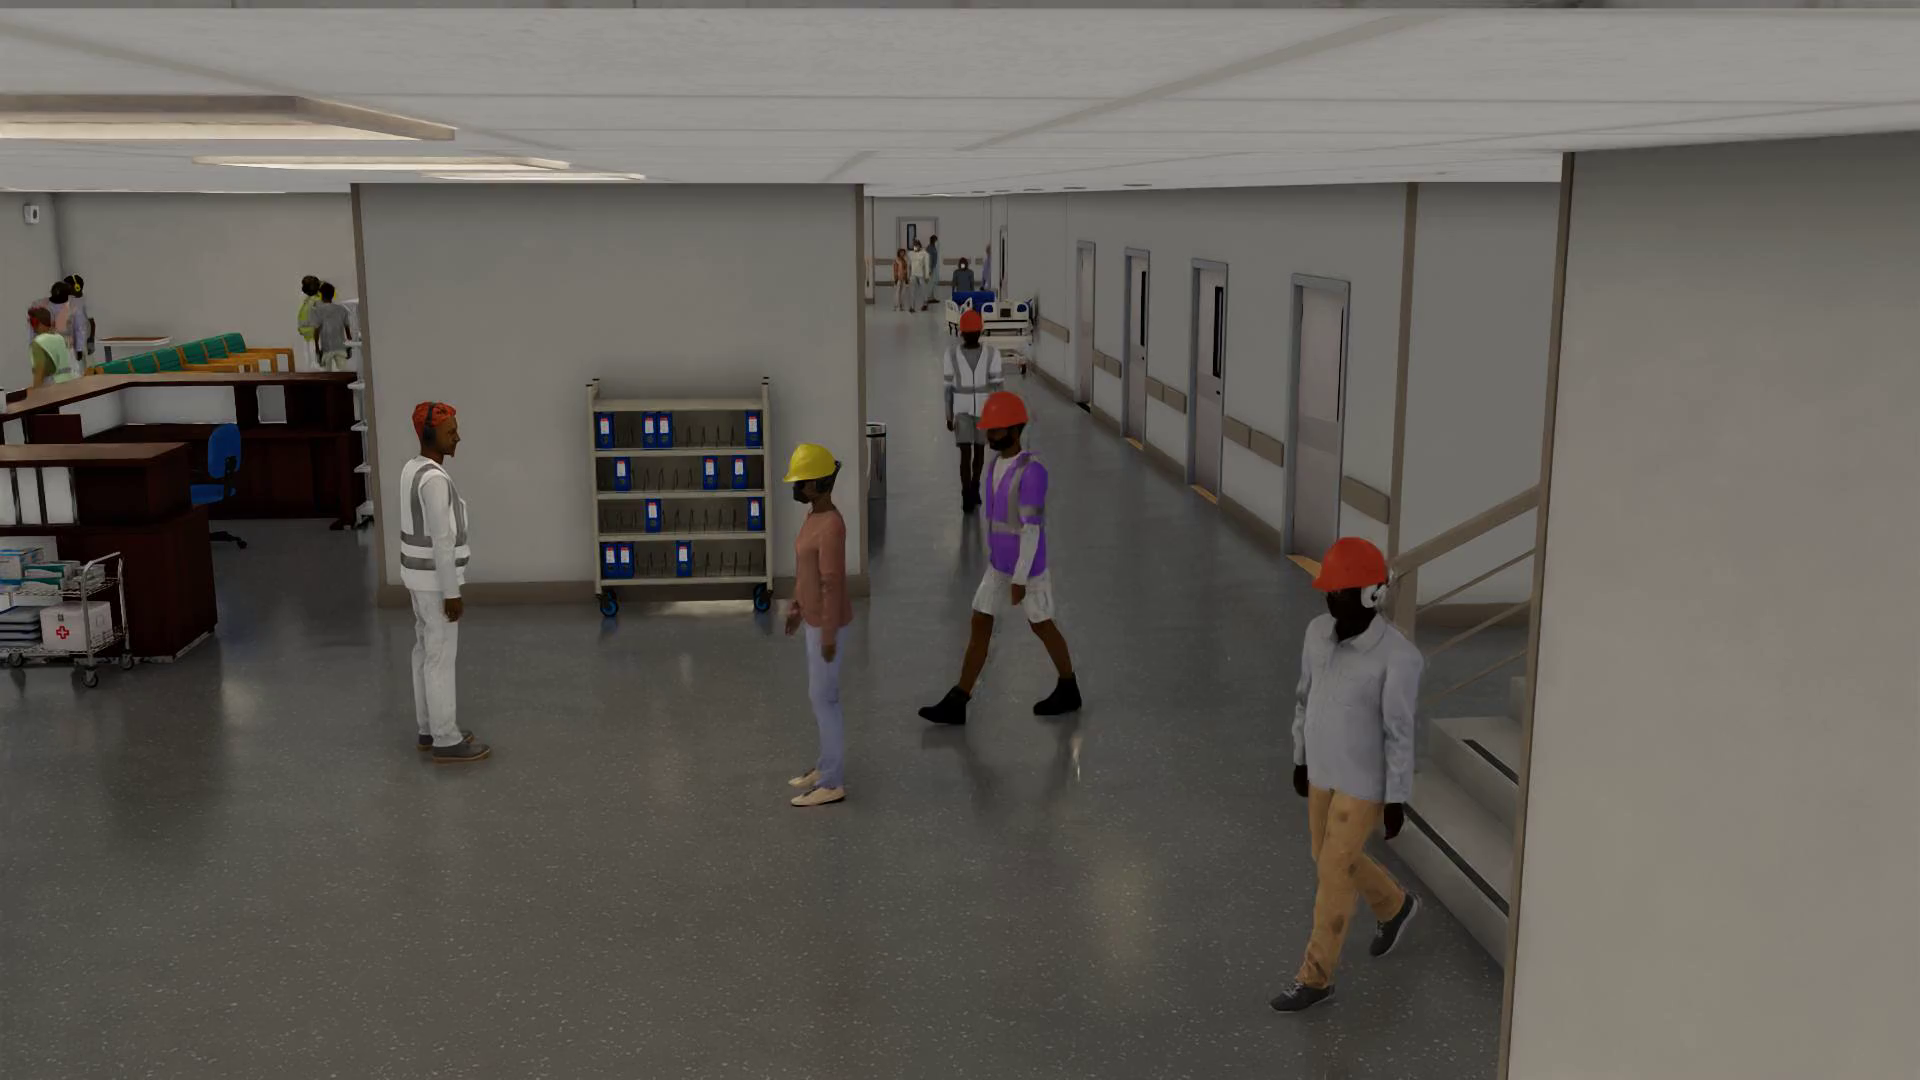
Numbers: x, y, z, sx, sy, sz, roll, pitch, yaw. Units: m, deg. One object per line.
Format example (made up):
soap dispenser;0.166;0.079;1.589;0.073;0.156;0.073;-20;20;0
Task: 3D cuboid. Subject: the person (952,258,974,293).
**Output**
person;0.073;-5.744;38.527;0.513;1.593;0.839;2;12;10

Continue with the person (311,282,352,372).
person;-8.443;-2.553;22.400;0.517;1.817;0.994;-6;13;-28

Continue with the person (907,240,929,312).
person;-1.070;-6.943;43.685;0.631;1.894;1.009;4;12;19

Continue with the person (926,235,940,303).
person;-0.792;-7.689;47.220;0.375;1.928;0.639;2;12;9

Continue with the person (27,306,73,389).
person;-9.411;-1.512;17.292;0.456;1.820;0.585;-2;12;-10

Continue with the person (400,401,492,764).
person;-2.721;0.219;8.680;0.362;1.883;0.576;-6;13;-29

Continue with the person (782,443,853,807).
person;-0.691;0.403;8.093;0.332;1.765;0.540;-2;12;-11

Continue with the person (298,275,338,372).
person;-9.401;-2.973;24.429;0.650;1.825;0.631;-9;14;-37

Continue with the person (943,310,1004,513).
person;0.130;-1.218;15.701;0.564;1.884;0.986;-1;12;-4

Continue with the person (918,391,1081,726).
person;0.281;0.112;9.231;1.022;1.877;0.550;-6;13;-29

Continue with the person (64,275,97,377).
person;-12.412;-2.814;23.547;0.520;1.865;0.335;10;15;39

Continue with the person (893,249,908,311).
person;-1.562;-6.860;43.865;0.315;1.641;0.515;9;15;38

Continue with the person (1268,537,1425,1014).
person;1.451;0.825;6.097;0.770;1.728;0.580;-6;13;-26

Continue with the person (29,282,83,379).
person;-12.407;-2.629;22.842;0.659;1.810;0.433;-5;13;-25
